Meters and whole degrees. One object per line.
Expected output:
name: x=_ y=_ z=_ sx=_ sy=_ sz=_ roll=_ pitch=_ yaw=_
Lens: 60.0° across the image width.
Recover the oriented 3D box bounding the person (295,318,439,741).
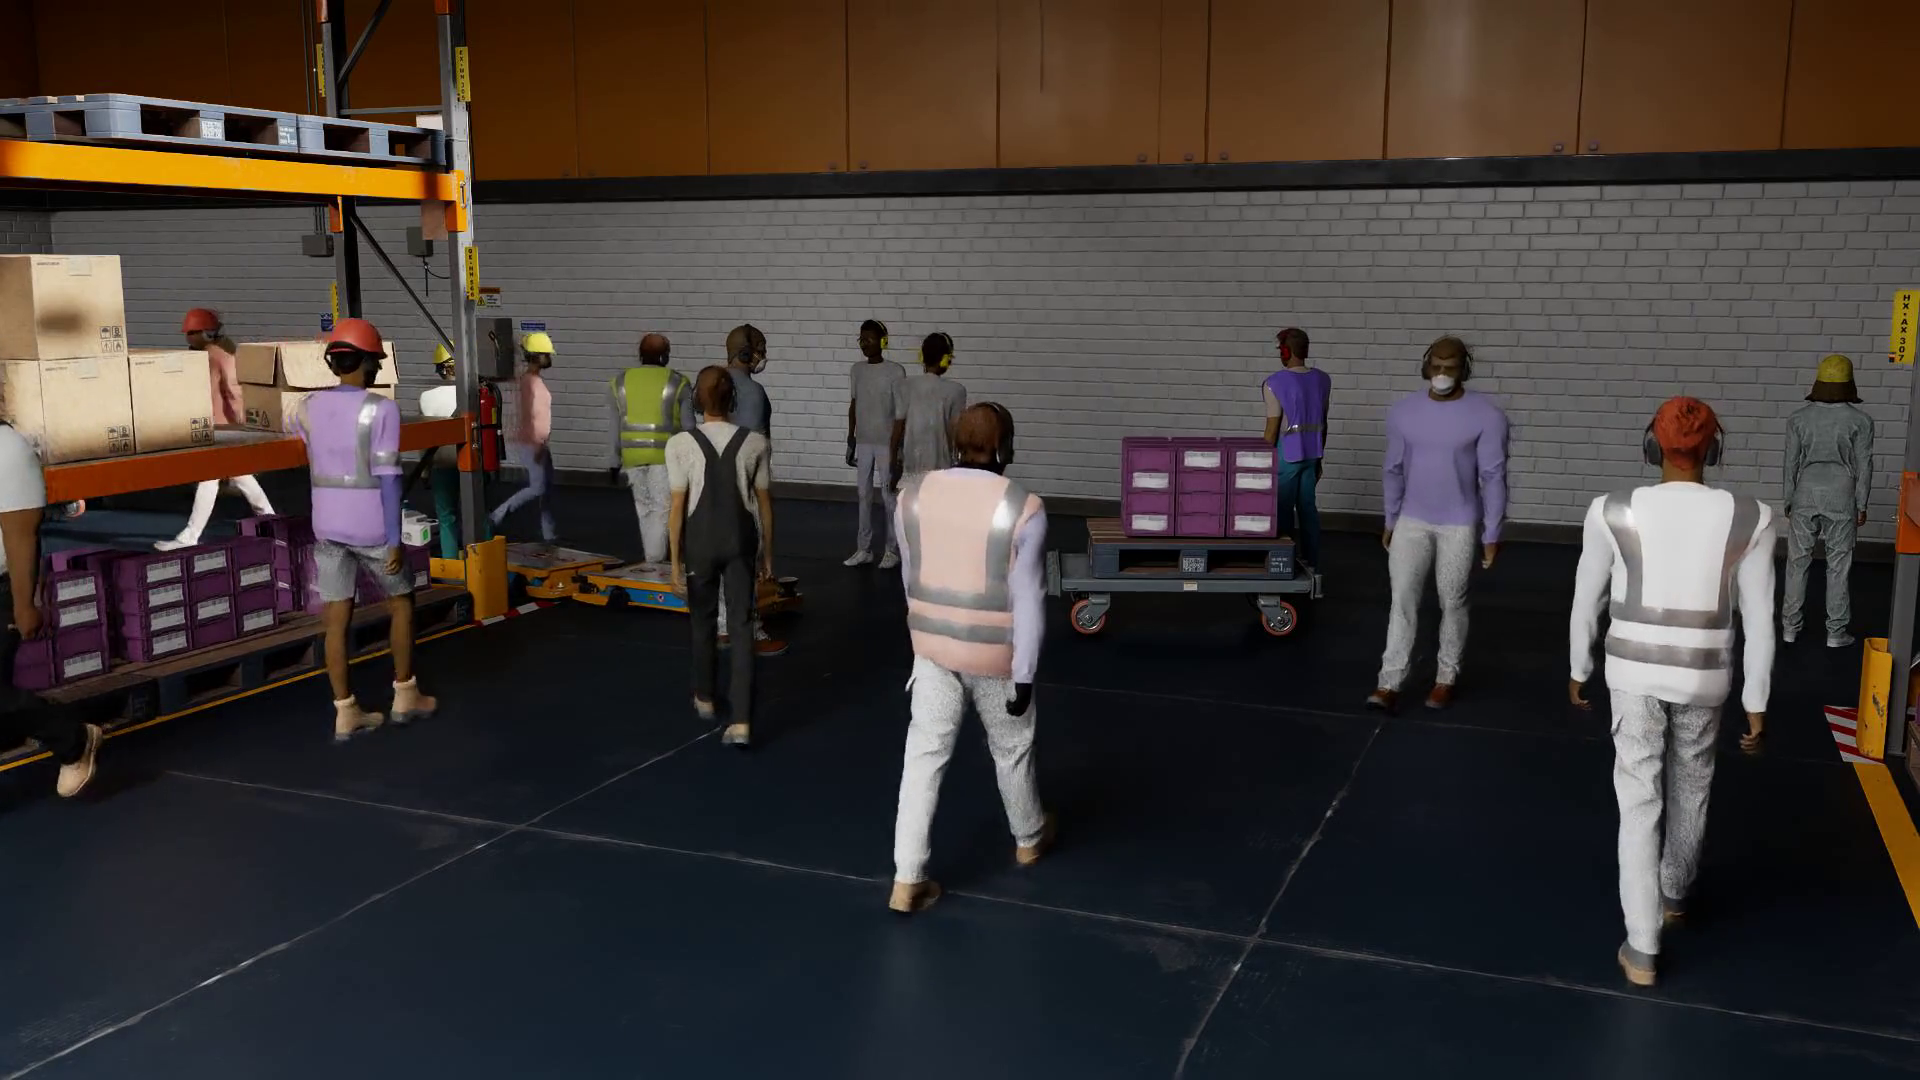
person: x=-2.885 y=-0.069 z=8.127 sx=0.600 sy=2.011 sz=0.765 roll=3 pitch=10 yaw=16

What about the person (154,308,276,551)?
person: x=-5.883 y=-0.862 z=13.197 sx=1.074 sy=1.938 sz=0.613 roll=-9 pitch=13 yaw=-43

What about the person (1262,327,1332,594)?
person: x=2.311 y=-0.541 z=11.508 sx=0.567 sy=1.846 sz=0.389 roll=-6 pitch=11 yaw=-31

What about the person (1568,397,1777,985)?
person: x=2.328 y=0.451 z=5.507 sx=0.601 sy=1.838 sz=0.941 roll=3 pitch=10 yaw=16

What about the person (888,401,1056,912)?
person: x=0.049 y=0.400 z=6.000 sx=0.638 sy=1.796 sz=0.986 roll=5 pitch=10 yaw=26

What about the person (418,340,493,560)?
person: x=-3.497 y=-0.500 z=11.540 sx=0.528 sy=1.760 sz=0.350 roll=-8 pitch=12 yaw=-40

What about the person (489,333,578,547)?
person: x=-3.448 y=-0.774 z=13.228 sx=0.667 sy=1.744 sz=0.533 roll=-3 pitch=10 yaw=-17

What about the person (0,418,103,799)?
person: x=-3.911 y=0.174 z=6.590 sx=0.691 sy=2.000 sz=0.701 roll=4 pitch=10 yaw=23

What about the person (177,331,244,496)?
person: x=-7.413 y=-1.329 z=16.371 sx=0.796 sy=1.813 sz=0.655 roll=3 pitch=10 yaw=17

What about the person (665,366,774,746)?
person: x=-1.150 y=0.060 z=8.020 sx=0.521 sy=1.798 sz=0.991 roll=-3 pitch=10 yaw=-15

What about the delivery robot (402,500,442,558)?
delivery robot: x=-4.060 y=-0.047 z=12.134 sx=0.707 sy=0.478 sz=0.477 roll=4 pitch=10 yaw=23

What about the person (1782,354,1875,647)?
person: x=5.180 y=-0.234 z=9.952 sx=0.487 sy=1.746 sz=0.289 roll=8 pitch=12 yaw=39

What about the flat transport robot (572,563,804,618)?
flat transport robot: x=-1.807 y=0.326 z=11.015 sx=1.431 sy=0.197 sz=0.652 roll=5 pitch=11 yaw=29

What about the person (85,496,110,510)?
person: x=-8.406 y=-1.196 z=15.420 sx=1.039 sy=1.883 sz=0.544 roll=0 pitch=9 yaw=0

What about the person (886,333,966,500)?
person: x=-0.175 y=-0.474 z=11.180 sx=0.519 sy=1.817 sz=0.947 roll=3 pitch=10 yaw=17

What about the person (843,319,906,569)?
person: x=-0.640 y=-0.716 z=12.499 sx=0.515 sy=1.872 sz=0.328 roll=5 pitch=11 yaw=27

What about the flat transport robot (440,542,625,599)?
flat transport robot: x=-3.041 y=0.197 z=11.800 sx=1.431 sy=0.197 sz=0.652 roll=8 pitch=12 yaw=41

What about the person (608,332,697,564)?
person: x=-2.194 y=-0.563 z=11.821 sx=0.653 sy=1.812 sz=0.815 roll=2 pitch=10 yaw=12

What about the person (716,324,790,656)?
person: x=-1.267 y=-0.288 z=9.718 sx=0.371 sy=1.933 sz=0.627 roll=-6 pitch=11 yaw=-33

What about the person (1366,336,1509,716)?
person: x=2.368 y=-0.047 z=8.305 sx=0.658 sy=1.910 sz=0.819 roll=6 pitch=11 yaw=32
